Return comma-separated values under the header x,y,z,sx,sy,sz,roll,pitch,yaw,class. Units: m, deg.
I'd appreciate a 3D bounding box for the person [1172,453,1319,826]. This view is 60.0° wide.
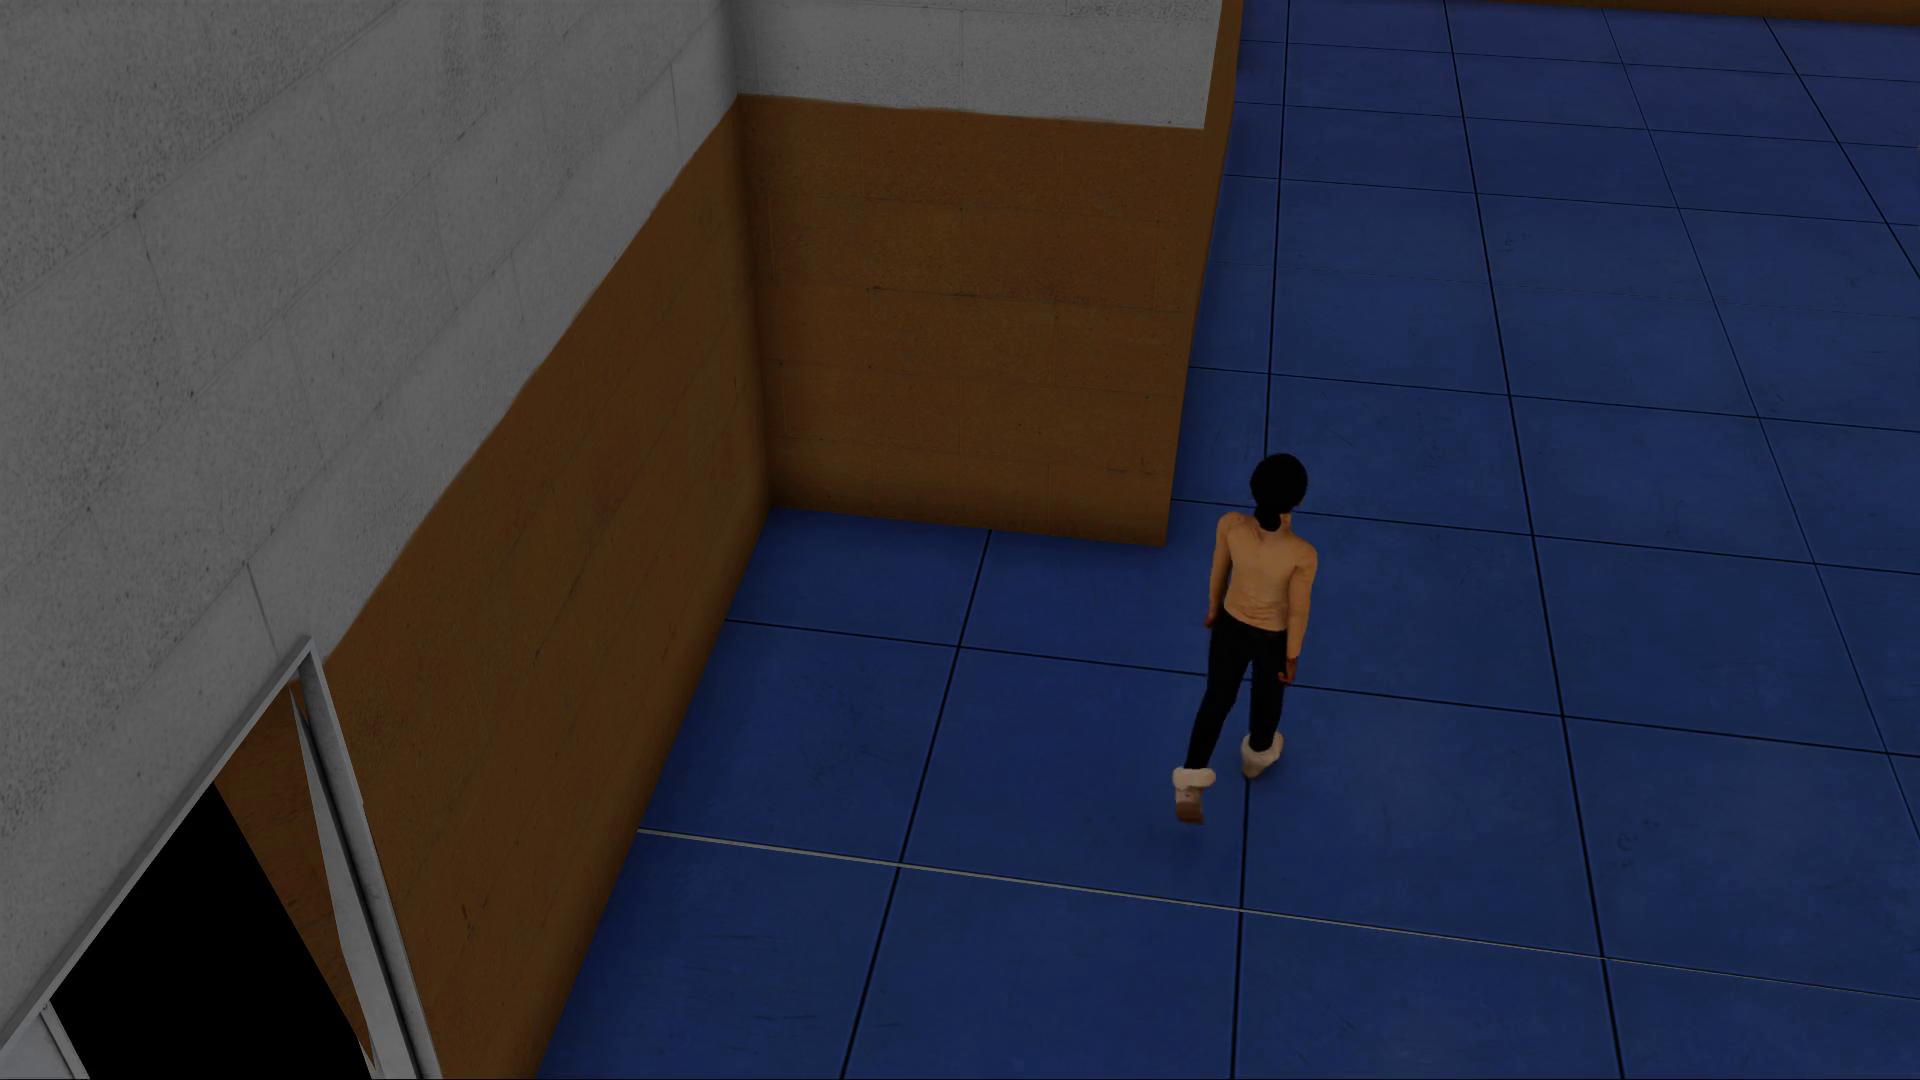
x,y,z,sx,sy,sz,roll,pitch,yaw,class
1.083,0.404,6.343,1.044,1.644,0.899,20,41,25,person
